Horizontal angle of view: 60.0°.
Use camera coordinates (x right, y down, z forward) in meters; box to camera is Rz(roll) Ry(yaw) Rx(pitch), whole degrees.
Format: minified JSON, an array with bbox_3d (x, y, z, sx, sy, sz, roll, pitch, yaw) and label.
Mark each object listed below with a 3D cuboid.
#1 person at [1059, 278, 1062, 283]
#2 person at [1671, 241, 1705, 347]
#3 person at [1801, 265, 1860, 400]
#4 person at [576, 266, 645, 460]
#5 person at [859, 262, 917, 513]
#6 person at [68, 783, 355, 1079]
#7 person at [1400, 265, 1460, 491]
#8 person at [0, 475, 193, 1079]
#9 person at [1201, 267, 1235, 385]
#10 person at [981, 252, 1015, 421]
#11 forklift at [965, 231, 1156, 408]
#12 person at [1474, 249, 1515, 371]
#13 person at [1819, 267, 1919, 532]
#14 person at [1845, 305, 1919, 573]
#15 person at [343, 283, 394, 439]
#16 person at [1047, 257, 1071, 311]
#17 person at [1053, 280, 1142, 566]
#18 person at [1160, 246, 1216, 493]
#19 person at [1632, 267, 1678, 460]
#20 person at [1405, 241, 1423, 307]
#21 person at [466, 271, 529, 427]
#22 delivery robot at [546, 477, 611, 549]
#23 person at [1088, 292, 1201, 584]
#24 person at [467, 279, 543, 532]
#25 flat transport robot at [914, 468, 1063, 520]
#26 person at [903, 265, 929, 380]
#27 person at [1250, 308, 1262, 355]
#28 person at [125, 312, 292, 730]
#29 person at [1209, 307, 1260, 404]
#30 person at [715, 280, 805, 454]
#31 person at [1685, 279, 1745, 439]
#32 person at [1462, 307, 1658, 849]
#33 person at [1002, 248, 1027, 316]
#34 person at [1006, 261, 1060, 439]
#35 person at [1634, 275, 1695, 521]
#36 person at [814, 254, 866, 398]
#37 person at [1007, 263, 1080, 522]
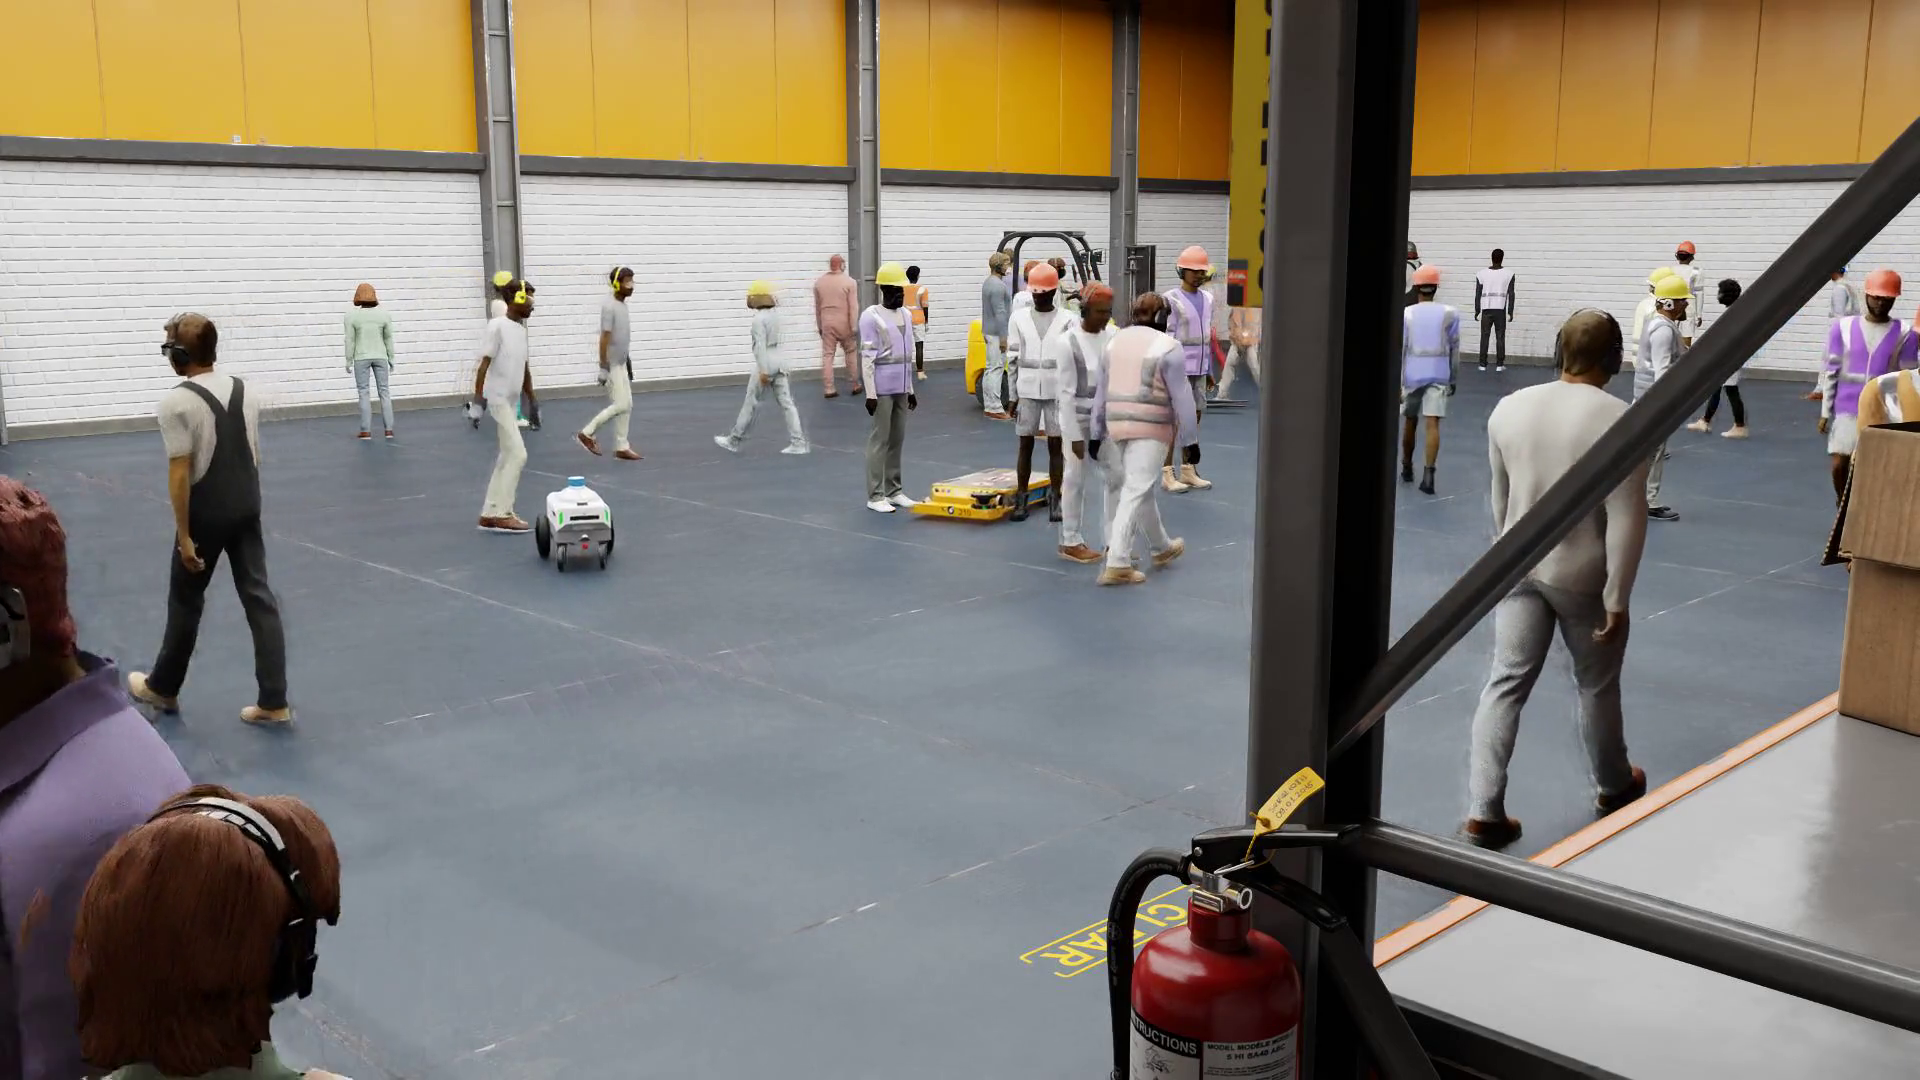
[{"bbox_3d":[1.218,-2.872,22.614,0.417,1.753,0.532,-1,10,-5],"label":"person"},{"bbox_3d":[10.414,-3.278,24.012,0.605,2.044,0.374,8,13,36],"label":"person"},{"bbox_3d":[11.426,-2.690,21.288,0.947,1.888,0.618,5,11,25],"label":"person"},{"bbox_3d":[-3.301,-1.656,15.714,0.540,1.844,0.580,1,10,7],"label":"person"},{"bbox_3d":[-0.531,-1.183,12.902,0.370,1.925,0.595,7,12,33],"label":"person"},{"bbox_3d":[-0.709,1.022,1.727,0.529,1.603,0.765,-1,10,-5],"label":"person"},{"bbox_3d":[3.931,-1.371,14.062,0.551,1.893,0.985,3,11,14],"label":"person"},{"bbox_3d":[-1.033,0.838,2.032,0.847,1.881,0.652,-9,14,-41],"label":"person"},{"bbox_3d":[3.499,-3.030,23.562,0.925,1.718,0.534,0,10,-1],"label":"person"},{"bbox_3d":[0.434,-2.341,19.192,0.372,1.940,0.631,-2,11,-11],"label":"person"},{"bbox_3d":[1.222,-2.721,20.561,2.313,2.155,1.214,2,11,13],"label":"forklift"},{"bbox_3d":[8.438,-3.629,26.268,0.599,1.917,0.377,4,11,20],"label":"person"},{"bbox_3d":[6.130,-0.874,11.237,0.569,1.917,0.414,6,12,31],"label":"person"},{"bbox_3d":[3.818,-0.029,6.588,0.551,1.933,0.373,3,11,17],"label":"person"},{"bbox_3d":[-6.203,-1.877,17.488,0.507,1.631,0.266,-7,12,-33],"label":"person"},{"bbox_3d":[1.237,-2.783,21.866,0.430,1.844,0.623,-2,11,-8],"label":"person"},{"bbox_3d":[0.872,-0.726,10.636,0.637,1.843,0.718,-8,13,-38],"label":"person"},{"bbox_3d":[1.918,-1.415,13.855,0.616,2.040,0.381,-9,14,-40],"label":"person"},{"bbox_3d":[6.659,-1.692,15.940,0.403,1.830,0.601,1,10,3],"label":"person"},{"bbox_3d":[7.373,-3.934,27.599,0.688,2.000,0.539,-9,13,-39],"label":"person"},{"bbox_3d":[-5.117,-2.110,18.449,0.666,1.743,0.532,-5,11,-24],"label":"person"},{"bbox_3d":[-2.498,-0.171,10.874,0.477,0.478,0.707,-4,11,-19],"label":"delivery robot"},{"bbox_3d":[1.176,-0.646,10.377,0.980,1.778,0.705,-9,14,-41],"label":"person"},{"bbox_3d":[-3.247,-0.962,11.998,0.560,1.818,0.611,1,10,5],"label":"person"},{"bbox_3d":[0.277,-0.376,13.024,0.652,0.197,1.431,6,12,28],"label":"flat transport robot"},{"bbox_3d":[-0.701,-3.211,24.617,0.531,1.691,0.321,4,11,20],"label":"person"},{"bbox_3d":[5.324,-4.199,29.194,0.616,1.986,0.400,-1,10,-6],"label":"person"},{"bbox_3d":[-3.291,-0.087,7.259,0.939,1.796,0.542,6,12,29],"label":"person"},{"bbox_3d":[3.575,-2.480,20.906,0.871,1.589,0.586,5,11,24],"label":"person"},{"bbox_3d":[-1.932,-1.681,16.263,0.940,1.687,0.500,4,11,20],"label":"person"},{"bbox_3d":[7.999,-1.913,17.564,0.782,1.663,0.540,9,14,41],"label":"person"},{"bbox_3d":[2.146,0.129,5.881,1.013,1.887,0.639,-10,14,-43],"label":"person"},{"bbox_3d":[0.779,-3.541,25.735,0.374,1.939,0.628,-10,14,-42],"label":"person"},{"bbox_3d":[0.733,-2.009,17.575,0.620,1.858,0.757,-7,12,-33],"label":"person"},{"bbox_3d":[5.298,-1.072,12.552,0.404,1.835,0.588,3,11,16],"label":"person"},{"bbox_3d":[-1.563,-2.842,22.076,0.673,1.872,0.878,4,11,22],"label":"person"},{"bbox_3d":[0.617,-1.088,12.386,0.545,1.927,0.385,2,11,9],"label":"person"}]
